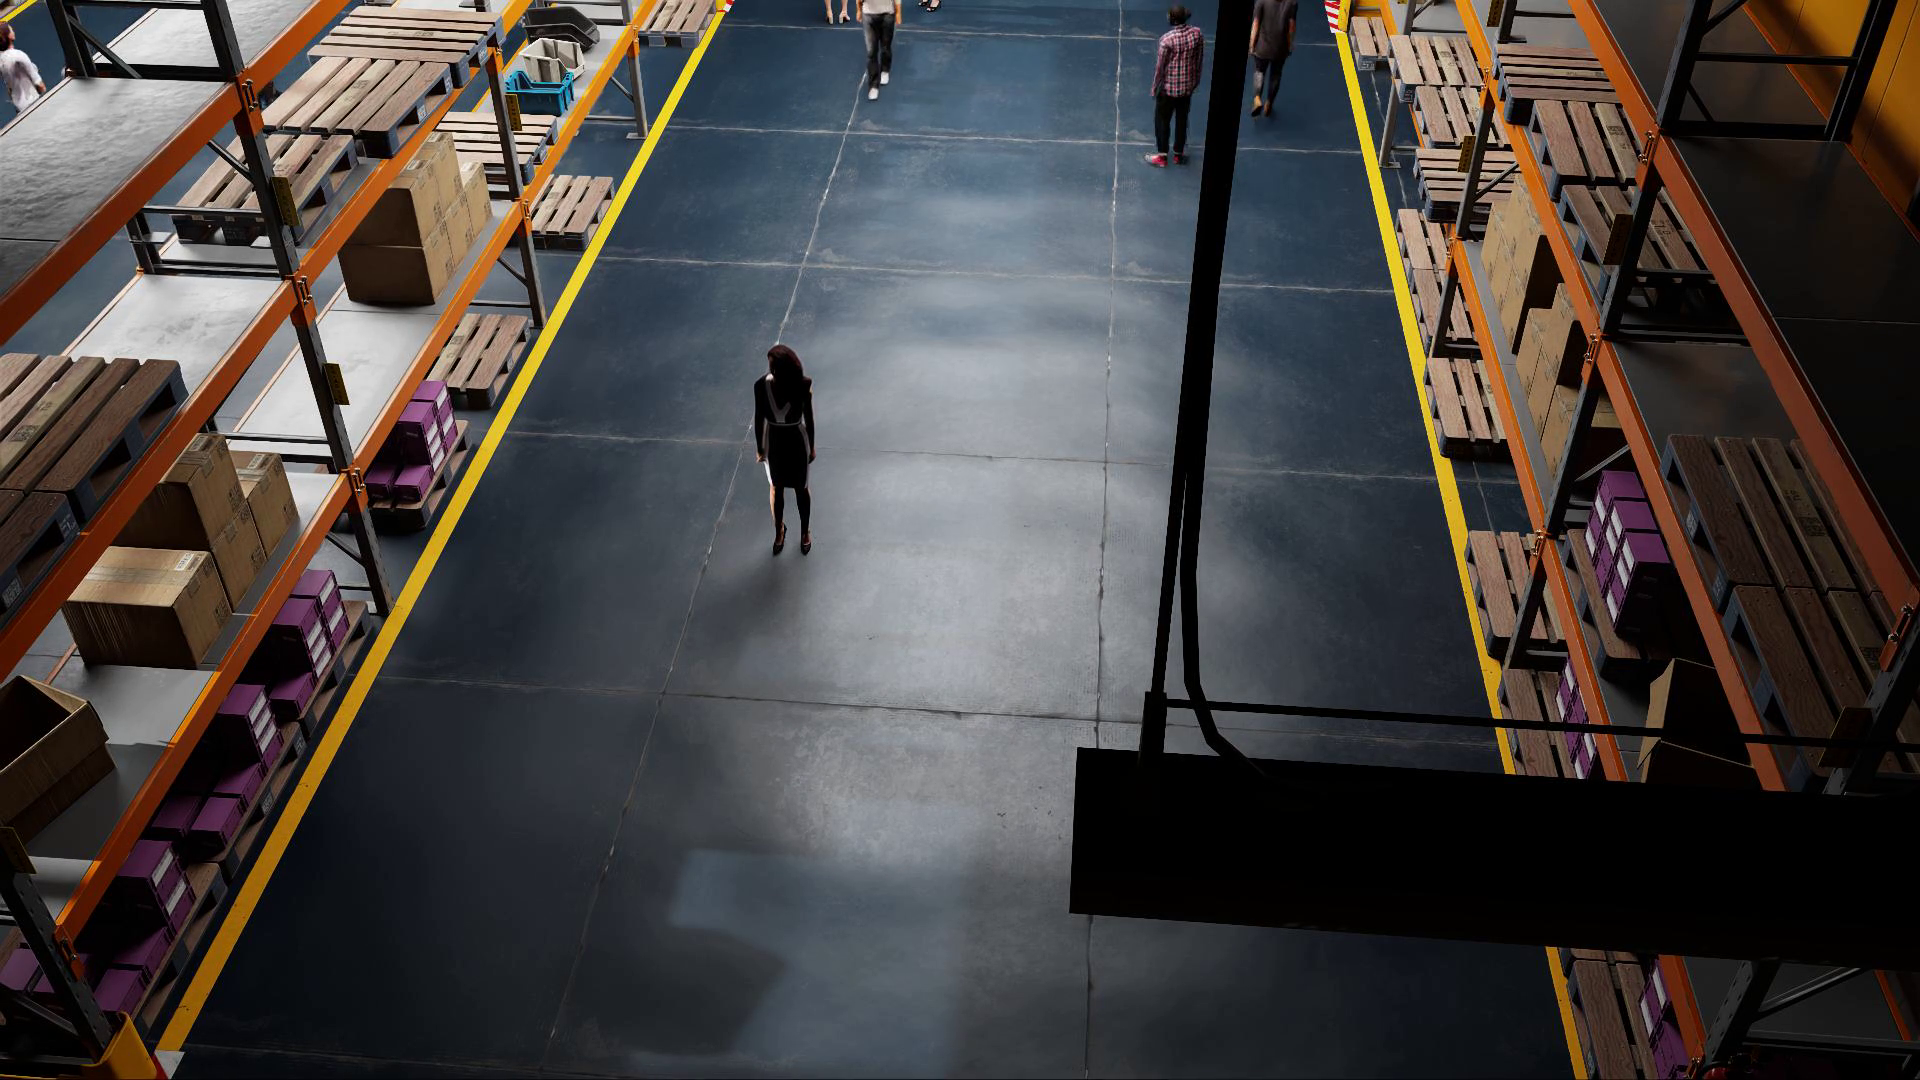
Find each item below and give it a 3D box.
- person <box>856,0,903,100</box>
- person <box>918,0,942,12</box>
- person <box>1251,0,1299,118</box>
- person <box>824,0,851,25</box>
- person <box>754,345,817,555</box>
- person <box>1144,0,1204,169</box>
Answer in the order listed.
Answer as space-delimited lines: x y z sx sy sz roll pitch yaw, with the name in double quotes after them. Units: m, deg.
-0.913 -6.014 18.922 0.688 1.789 0.988 1 39 2 "person"
-0.383 -7.543 20.849 0.856 1.775 0.777 -18 42 -21 "person"
3.428 -5.430 18.264 0.675 1.699 0.836 8 39 10 "person"
-1.567 -7.276 20.515 0.629 1.773 0.608 3 39 4 "person"
-1.268 -0.659 12.212 0.592 1.795 0.498 1 39 2 "person"
2.270 -4.771 17.401 0.808 1.744 0.773 -4 39 -5 "person"
